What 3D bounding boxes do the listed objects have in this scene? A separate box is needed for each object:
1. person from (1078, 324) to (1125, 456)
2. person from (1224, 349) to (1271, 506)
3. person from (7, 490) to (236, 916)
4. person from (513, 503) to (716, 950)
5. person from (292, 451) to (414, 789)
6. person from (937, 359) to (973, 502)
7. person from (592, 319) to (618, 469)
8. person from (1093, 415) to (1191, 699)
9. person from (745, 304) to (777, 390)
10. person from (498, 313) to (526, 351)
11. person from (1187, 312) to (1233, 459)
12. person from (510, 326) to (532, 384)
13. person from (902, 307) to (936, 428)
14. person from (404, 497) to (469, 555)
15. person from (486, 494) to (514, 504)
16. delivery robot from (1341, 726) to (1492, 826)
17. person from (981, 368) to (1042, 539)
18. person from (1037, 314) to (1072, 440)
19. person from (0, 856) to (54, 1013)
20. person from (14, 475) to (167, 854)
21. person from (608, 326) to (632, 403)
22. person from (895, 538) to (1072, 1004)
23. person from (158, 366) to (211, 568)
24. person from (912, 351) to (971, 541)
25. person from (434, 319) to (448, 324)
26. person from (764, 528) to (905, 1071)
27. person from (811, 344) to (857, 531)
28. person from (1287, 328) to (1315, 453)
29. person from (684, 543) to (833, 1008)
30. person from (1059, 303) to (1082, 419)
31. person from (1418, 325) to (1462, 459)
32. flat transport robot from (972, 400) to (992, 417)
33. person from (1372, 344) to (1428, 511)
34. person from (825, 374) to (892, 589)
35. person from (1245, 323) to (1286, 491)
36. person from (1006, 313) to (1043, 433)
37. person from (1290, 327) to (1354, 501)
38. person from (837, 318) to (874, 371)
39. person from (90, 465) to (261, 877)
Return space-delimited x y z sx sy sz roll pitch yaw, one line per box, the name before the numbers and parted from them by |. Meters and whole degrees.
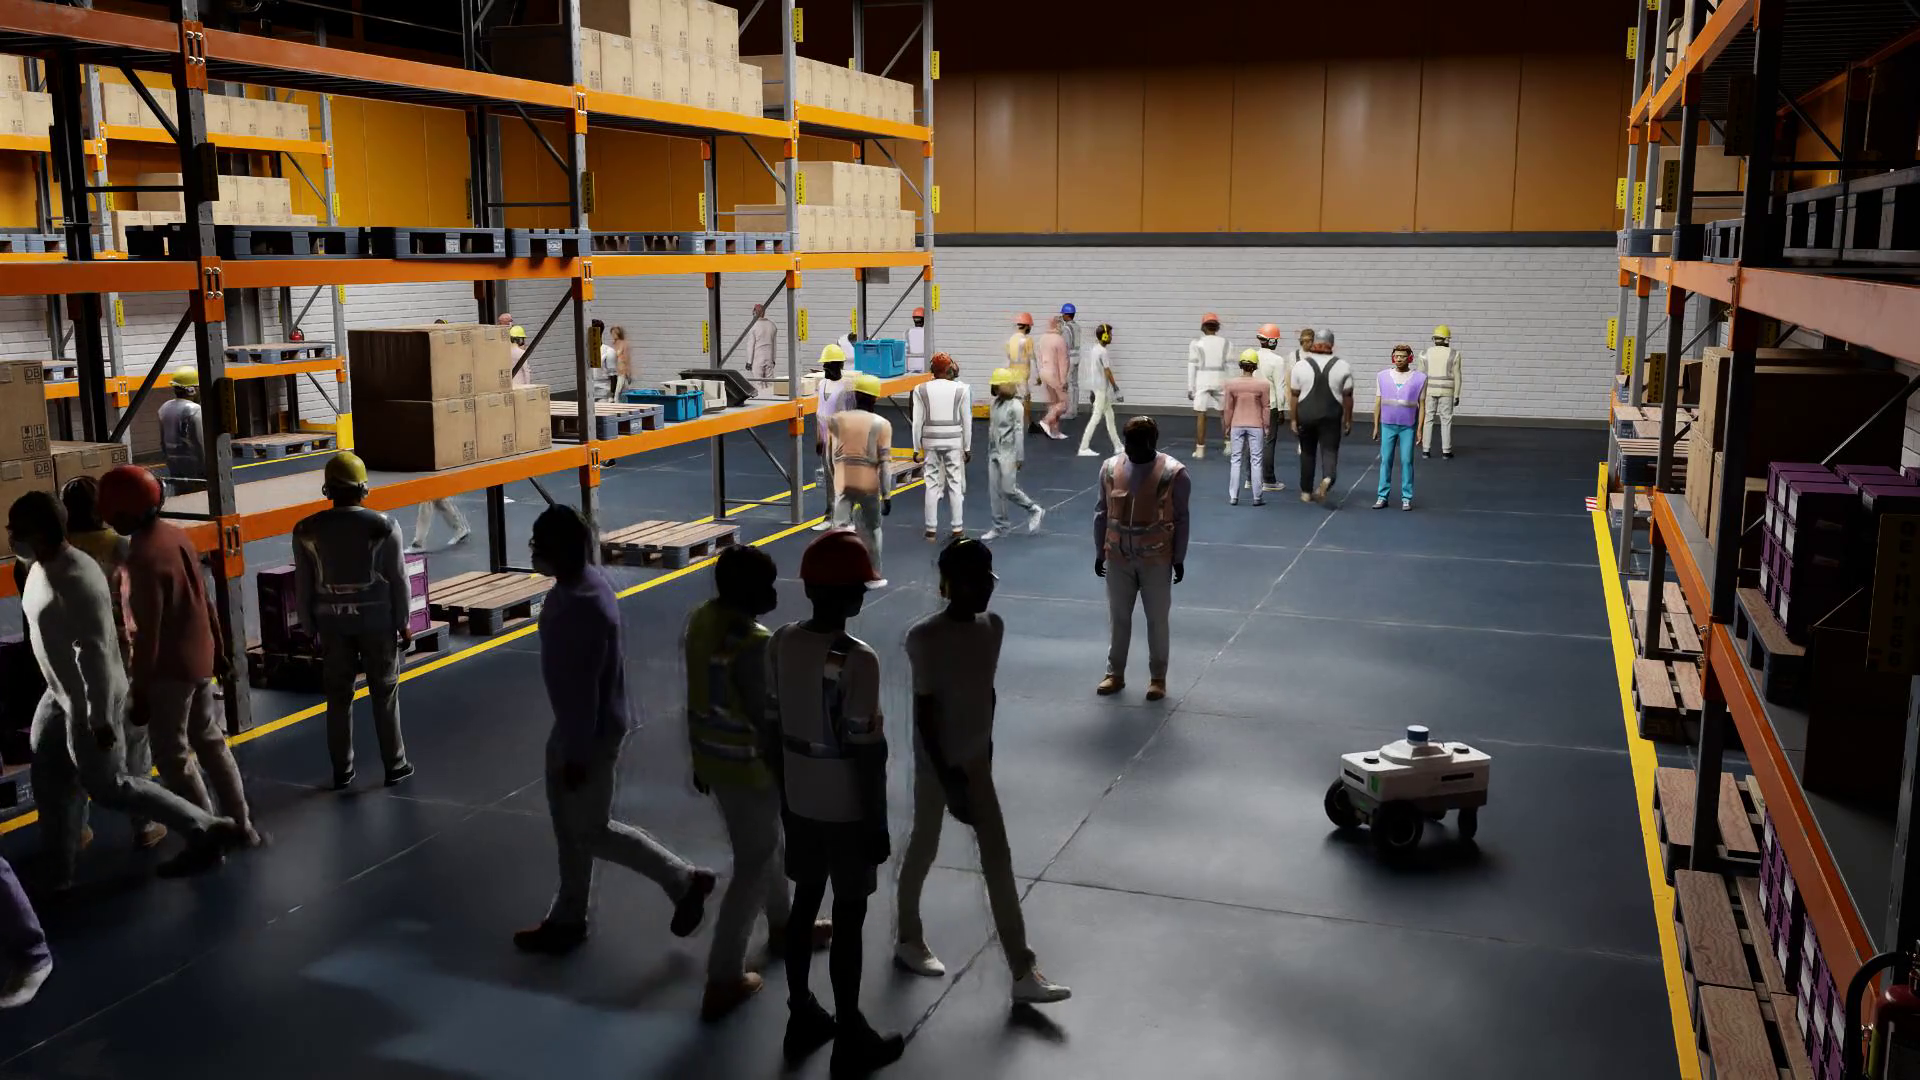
person | 2.036 -2.076 23.121 0.851 1.828 0.517 -1 10 -6
person | 3.225 -1.257 18.673 0.524 1.769 0.314 4 11 19
person | -3.774 0.692 7.345 0.878 1.901 0.659 -9 14 -43
person | -1.438 0.780 6.788 0.725 1.922 0.653 -4 11 -21
person | -3.249 0.432 8.963 0.588 1.836 0.403 -1 10 -8
person | -0.114 -1.247 18.976 0.523 1.637 0.310 3 10 14
person | -4.737 -1.913 21.802 0.600 1.966 0.368 7 12 35
person | 1.159 0.110 10.768 0.634 1.839 0.429 4 11 23
person | -3.461 -3.120 28.770 0.399 1.909 0.642 9 14 42
person | -6.732 -2.420 24.826 0.636 1.910 0.404 1 10 7
person | 3.433 -2.130 22.919 0.643 2.012 0.519 -2 10 -9
person | -6.353 -2.188 23.922 0.533 1.766 0.319 6 12 32
person | -0.642 -2.751 26.634 0.542 1.928 0.377 3 10 15
person | -5.058 -0.691 15.956 0.534 1.598 0.856 7 12 35
person | -5.278 -1.231 18.896 0.282 1.633 0.499 -5 11 -25
delivery robot | 2.251 1.160 8.204 0.707 0.478 0.477 -3 11 -18
person | 0.504 -0.860 16.569 0.550 1.729 0.488 -7 12 -35
person | 1.410 -2.423 24.871 0.524 1.891 0.659 -5 11 -27
person | -3.865 0.939 6.118 0.723 1.842 0.965 6 12 31
person | -4.162 0.602 8.032 0.622 1.835 0.430 -2 10 -11
person | -5.581 -2.714 27.356 0.843 1.605 0.522 -9 14 -42
person | 0.038 0.891 6.431 0.497 1.811 0.951 -8 13 -37
person | -6.980 -0.662 15.132 0.601 1.830 0.404 6 12 30
person | -0.179 -0.922 16.452 0.585 1.882 0.337 0 10 -2
person | -7.391 -2.228 23.852 0.539 1.869 0.313 2 10 9
person | -0.441 0.917 5.946 0.553 1.935 0.361 10 14 43
person | -1.261 -1.019 16.877 0.584 1.928 0.373 10 14 44
person | 4.724 -1.988 22.671 0.500 1.818 0.825 3 10 14
person | -0.771 0.885 6.541 0.696 1.789 0.632 -5 11 -26
person | 1.842 -3.014 28.057 0.388 1.948 0.605 4 11 23
person | 6.564 -2.021 22.799 0.592 1.828 0.404 5 11 26
flat transport robot | 0.395 -2.267 28.571 0.652 0.197 1.431 -1 10 -7
person | 4.859 -1.248 18.393 0.567 1.846 0.389 5 11 25
person | -0.872 -0.440 13.856 0.613 1.863 0.918 2 10 12
person | 3.659 -1.590 19.905 0.395 1.992 0.622 -8 13 -36
person | 0.911 -2.540 25.569 0.960 1.890 0.534 -5 11 -28
person | 4.078 -1.412 18.771 0.710 2.000 0.792 2 10 12
person | -1.537 -2.401 24.845 0.632 1.863 1.022 0 10 0
person | -3.646 0.590 7.776 0.496 1.943 0.762 -1 10 -3
